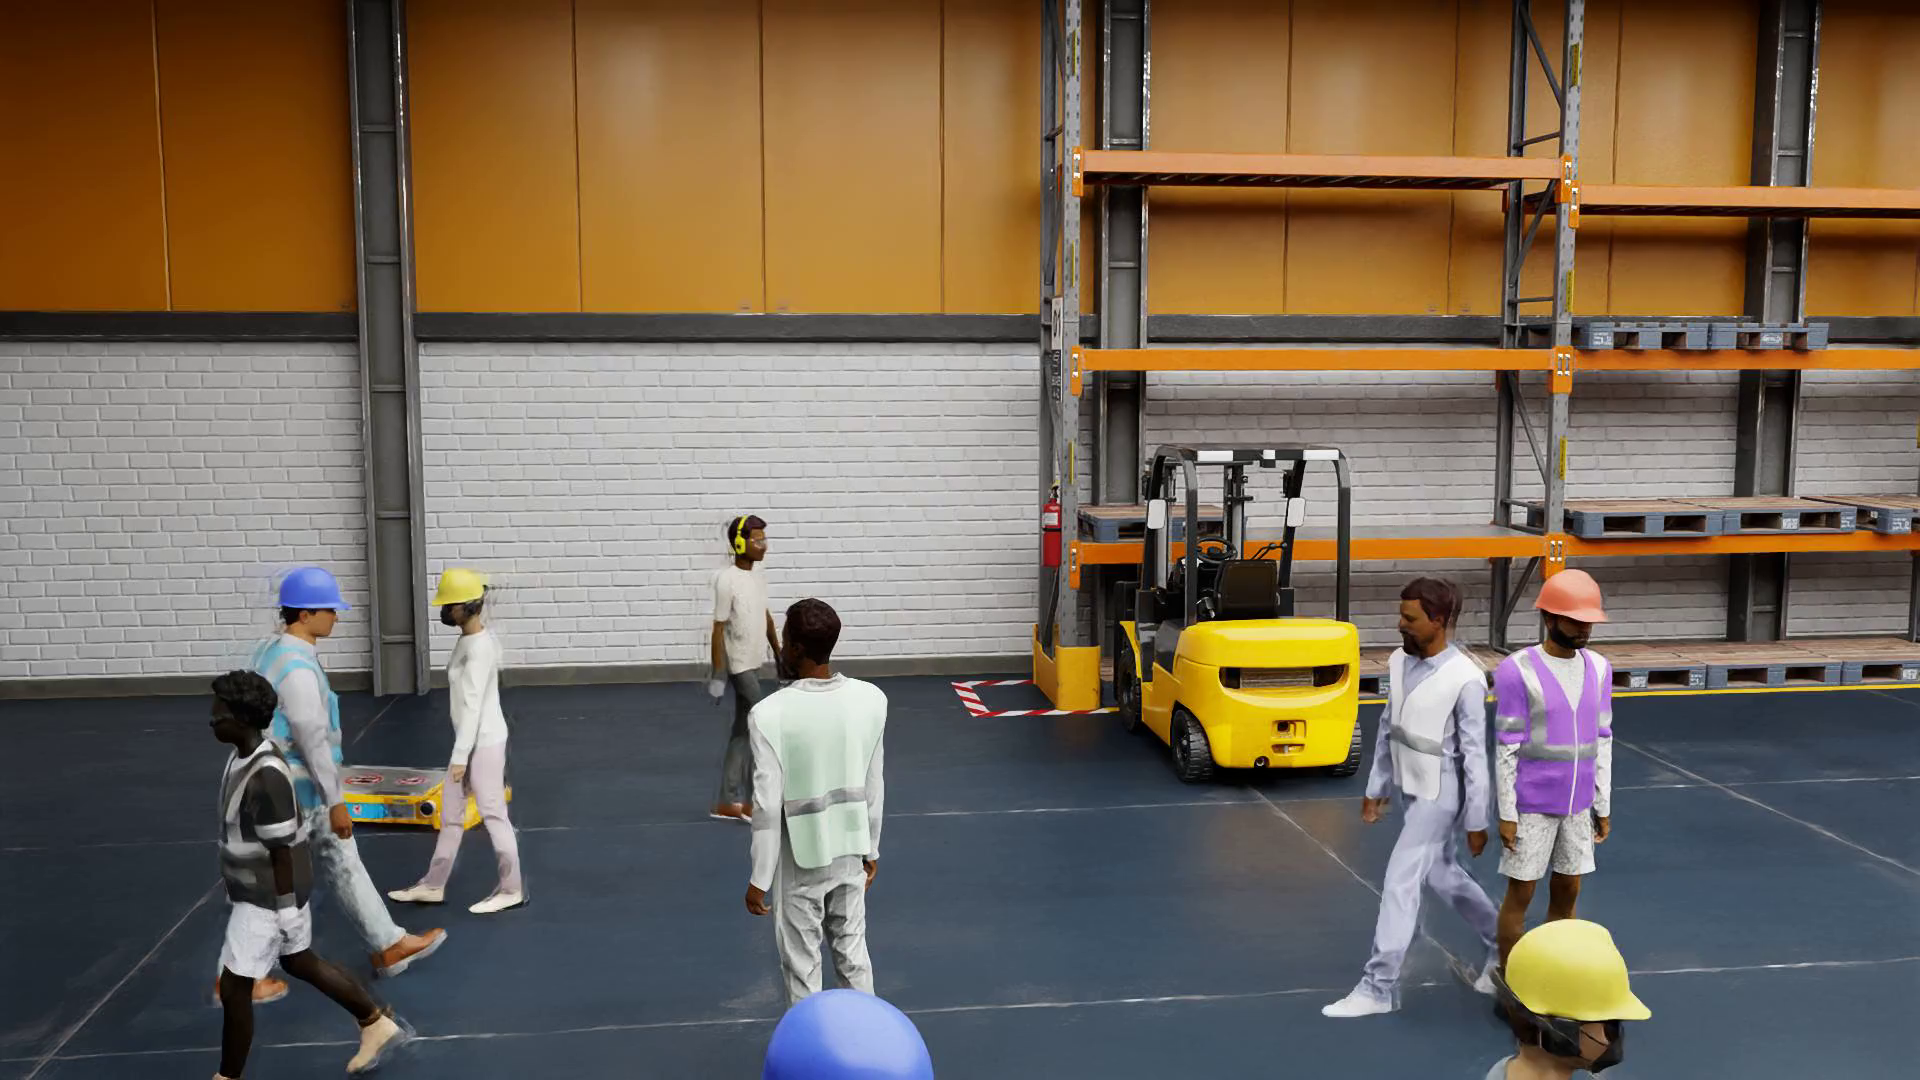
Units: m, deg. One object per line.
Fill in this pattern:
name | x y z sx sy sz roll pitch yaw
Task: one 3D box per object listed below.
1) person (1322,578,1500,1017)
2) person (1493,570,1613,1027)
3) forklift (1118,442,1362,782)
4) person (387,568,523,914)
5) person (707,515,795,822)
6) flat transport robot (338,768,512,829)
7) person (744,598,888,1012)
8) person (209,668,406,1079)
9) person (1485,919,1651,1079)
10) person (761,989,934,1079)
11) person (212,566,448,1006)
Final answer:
person | 2.048 1.082 7.114 0.998 1.882 0.597 -1 7 -13
person | 2.467 1.076 6.878 0.544 1.930 0.386 -2 7 -17
forklift | 1.912 0.418 11.496 1.214 2.155 2.313 -1 7 -8
person | -2.515 1.009 8.220 0.696 1.741 0.552 -3 7 -22
person | -1.189 0.772 9.889 0.649 1.849 0.530 1 7 13
flat transport robot | -3.511 1.539 10.026 1.431 0.197 0.652 1 7 7
person | -0.523 1.167 6.128 0.591 1.922 0.392 -6 9 -42
person | -2.515 1.287 6.218 0.837 1.664 0.540 -4 7 -29
person | 1.138 1.584 3.196 0.795 1.735 0.561 2 7 16
person | -0.114 1.587 2.377 0.415 1.939 0.605 4 8 33
person | -2.786 1.056 7.215 1.005 1.888 0.643 -3 7 -22
